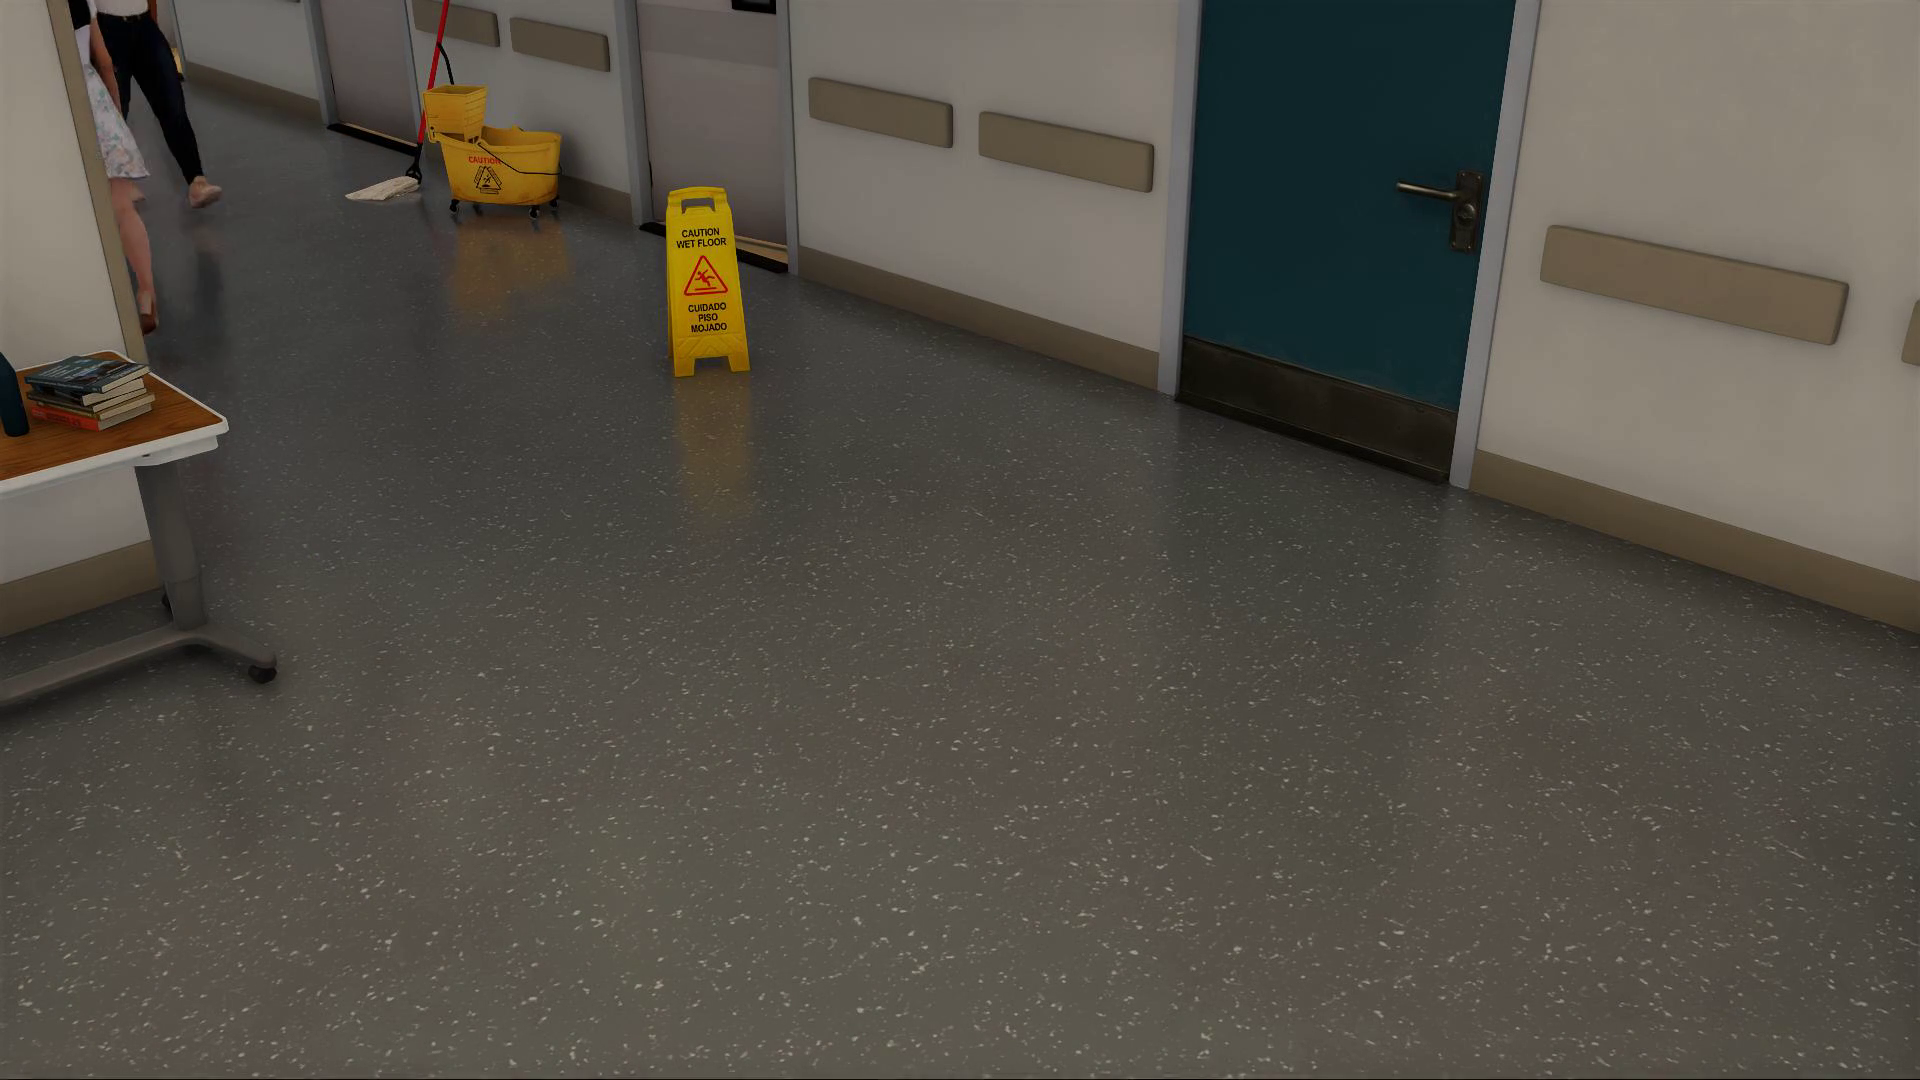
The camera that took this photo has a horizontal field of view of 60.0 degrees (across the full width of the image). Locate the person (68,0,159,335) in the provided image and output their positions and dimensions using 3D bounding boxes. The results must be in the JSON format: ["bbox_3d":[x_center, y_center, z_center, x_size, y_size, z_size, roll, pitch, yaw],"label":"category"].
[{"bbox_3d":[-3.704,-1.694,7.072,0.664,1.734,1.196,-20,32,-35],"label":"person"}]

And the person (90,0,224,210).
[{"bbox_3d":[-4.614,-2.670,9.063,1.114,1.763,0.676,21,33,37],"label":"person"}]
